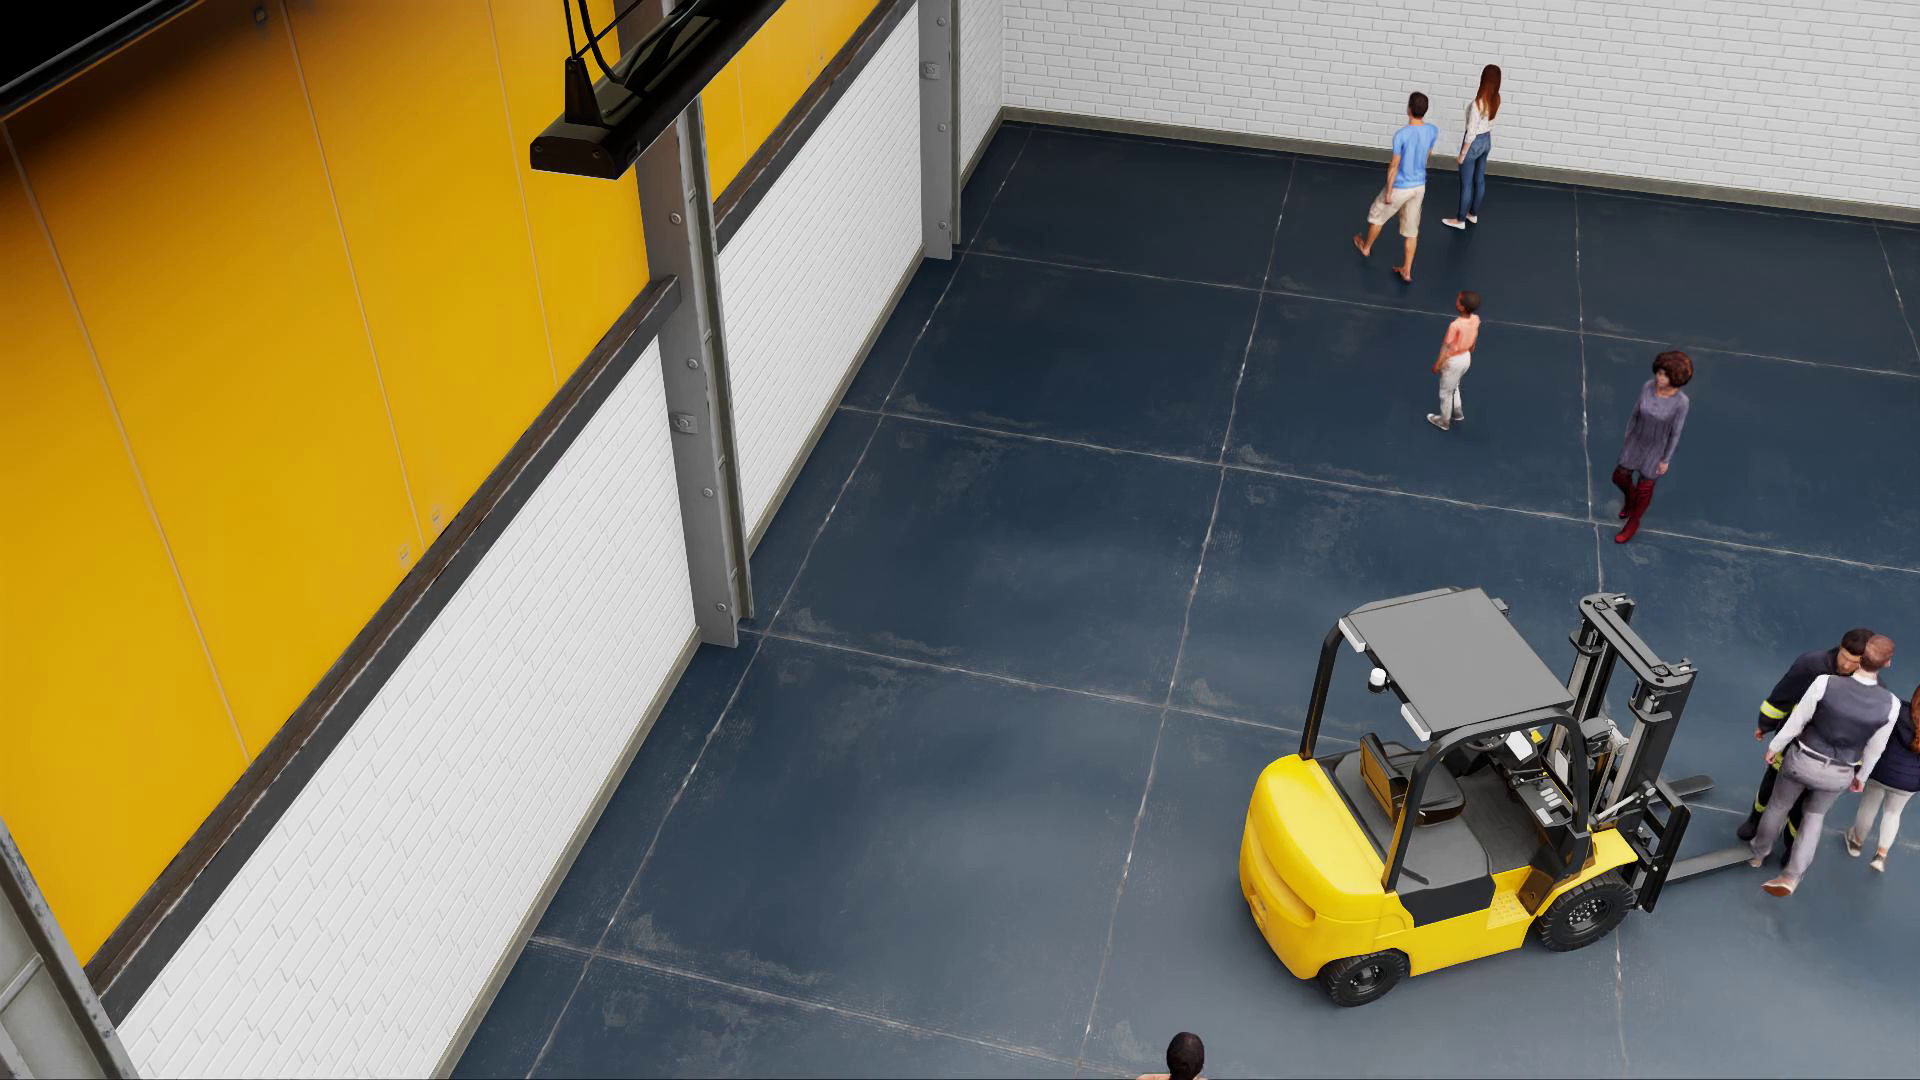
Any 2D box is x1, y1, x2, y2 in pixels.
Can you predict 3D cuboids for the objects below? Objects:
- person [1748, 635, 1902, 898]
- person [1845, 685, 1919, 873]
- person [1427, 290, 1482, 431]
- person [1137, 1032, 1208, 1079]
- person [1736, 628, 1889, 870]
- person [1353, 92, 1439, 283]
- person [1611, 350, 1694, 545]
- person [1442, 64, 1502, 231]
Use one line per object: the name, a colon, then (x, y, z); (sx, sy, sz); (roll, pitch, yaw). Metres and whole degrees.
person: (5.148, 1.404, 9.928); (0.809, 1.917, 0.984); (13, 40, 16)
person: (5.727, 1.472, 10.184); (0.584, 1.490, 0.722); (12, 40, 14)
person: (4.237, -1.490, 14.046); (0.593, 1.299, 0.657); (-25, 45, -28)
person: (0.987, 3.025, 7.980); (0.674, 1.813, 0.652); (3, 39, 4)
person: (5.252, 1.223, 10.159); (0.956, 1.910, 0.943); (-23, 44, -26)
person: (4.317, -3.337, 15.930); (0.979, 1.833, 1.171); (-10, 40, -12)
person: (5.344, -0.726, 12.768); (0.821, 1.699, 0.758); (-26, 45, -29)
person: (5.231, -3.979, 16.819); (0.629, 1.728, 0.712); (-25, 45, -28)
